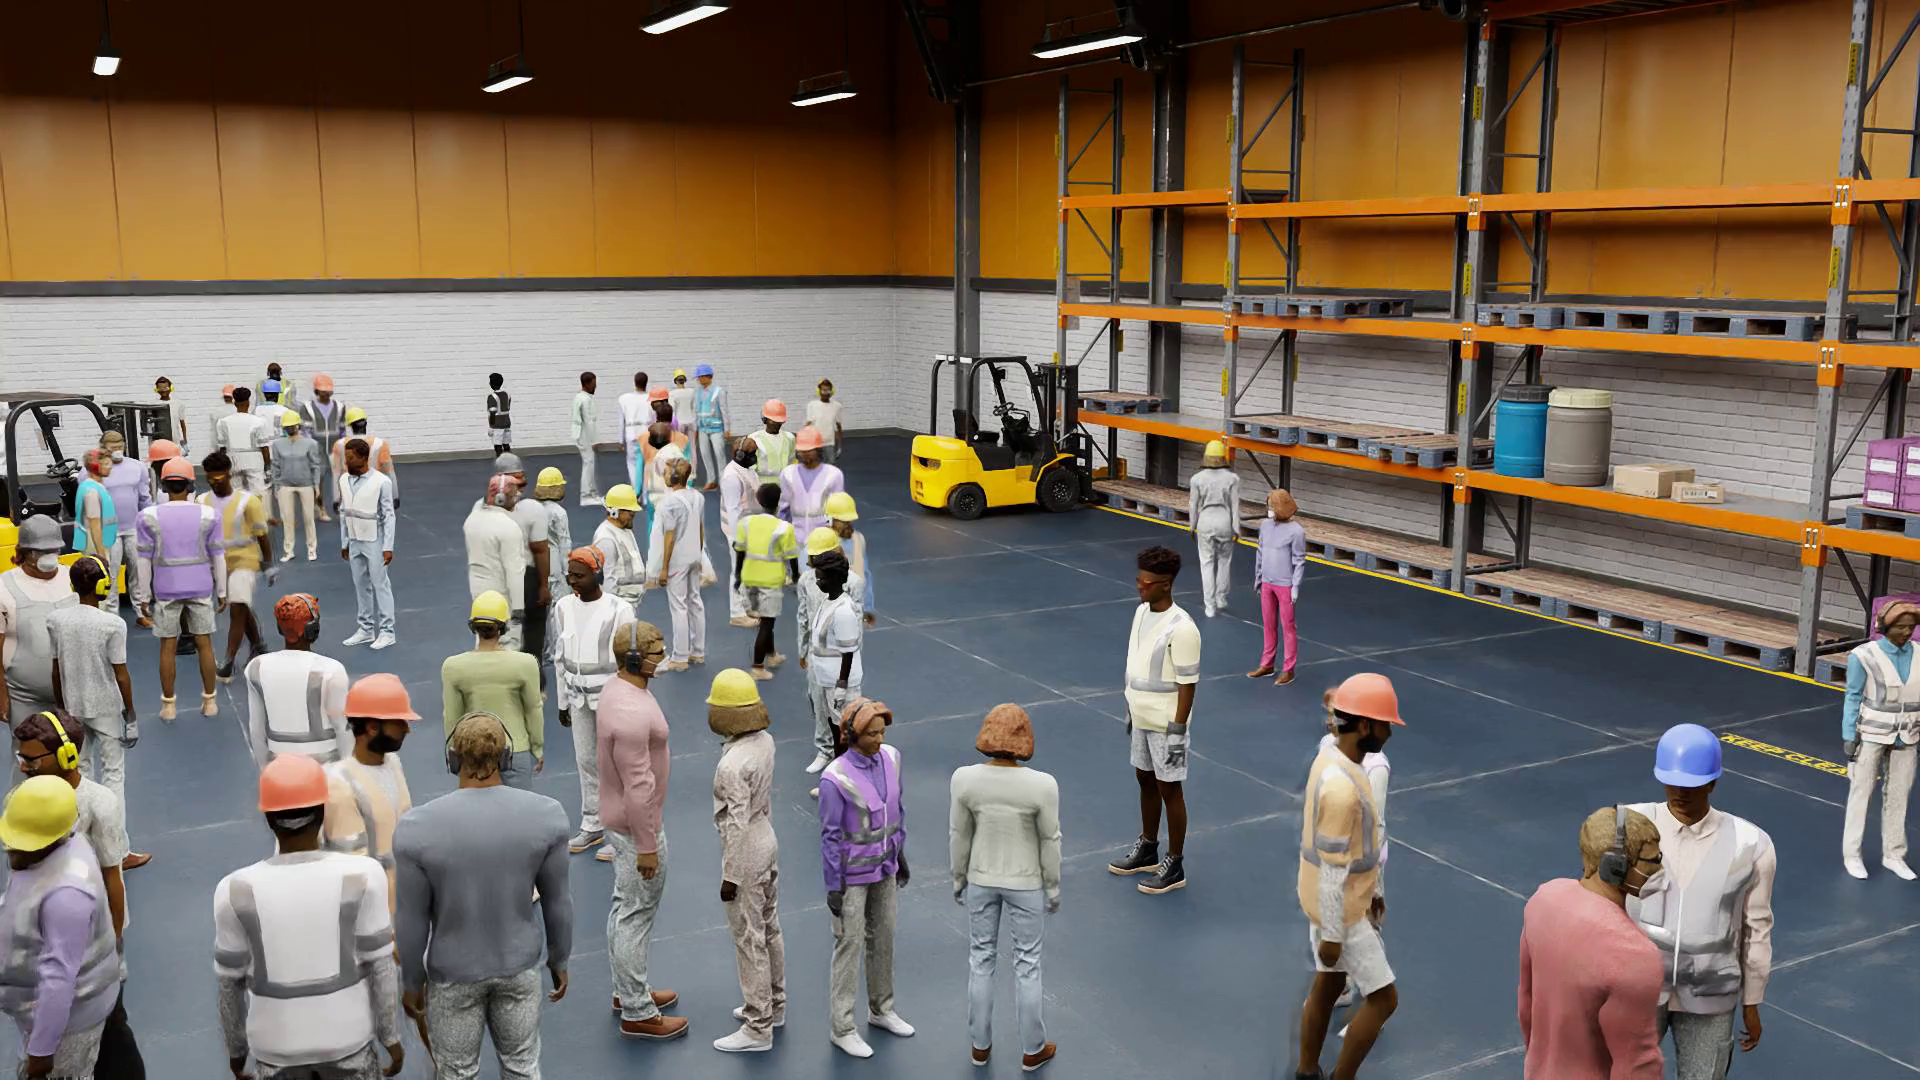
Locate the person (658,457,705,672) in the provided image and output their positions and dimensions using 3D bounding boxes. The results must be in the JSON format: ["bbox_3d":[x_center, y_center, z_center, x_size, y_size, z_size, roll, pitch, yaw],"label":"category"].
[{"bbox_3d":[-2.389,0.204,14.249,0.340,1.846,0.513,6,11,29],"label":"person"}]

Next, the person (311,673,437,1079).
[{"bbox_3d":[-2.388,1.480,6.809,0.967,1.887,0.546,3,10,16],"label":"person"}]

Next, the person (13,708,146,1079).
[{"bbox_3d":[-3.408,1.557,6.447,0.523,1.856,0.341,6,11,30],"label":"person"}]

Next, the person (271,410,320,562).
[{"bbox_3d":[-7.682,-0.623,19.243,0.533,1.767,0.326,-2,10,-9],"label":"person"}]

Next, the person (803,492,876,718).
[{"bbox_3d":[-0.893,0.526,12.526,0.446,1.810,0.678,7,12,37],"label":"person"}]

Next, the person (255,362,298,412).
[{"bbox_3d":[-10.786,-1.877,26.276,0.635,1.841,0.429,-4,10,-20],"label":"person"}]

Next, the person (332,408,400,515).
[{"bbox_3d":[-6.526,-0.519,18.332,0.645,1.862,0.956,-1,10,-5],"label":"person"}]

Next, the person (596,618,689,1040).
[{"bbox_3d":[-1.472,1.309,7.622,0.357,1.938,0.638,-3,10,-16],"label":"person"}]

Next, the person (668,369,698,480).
[{"bbox_3d":[-4.342,-1.792,25.993,0.523,1.761,0.328,-9,13,-42],"label":"person"}]

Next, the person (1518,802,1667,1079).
[{"bbox_3d":[1.931,1.744,5.123,0.369,1.936,0.630,-2,10,-9],"label":"person"}]

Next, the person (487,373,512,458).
[{"bbox_3d":[-7.212,-1.768,26.029,0.318,1.695,0.540,3,10,16],"label":"person"}]

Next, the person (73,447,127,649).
[{"bbox_3d":[-7.755,0.085,14.939,0.372,1.843,0.579,-5,11,-25],"label":"person"}]

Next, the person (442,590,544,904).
[{"bbox_3d":[-2.527,1.147,9.052,0.525,1.769,0.316,-2,10,-11],"label":"person"}]

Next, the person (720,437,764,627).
[{"bbox_3d":[-2.070,-0.081,15.954,0.429,1.830,0.635,1,10,7],"label":"person"}]

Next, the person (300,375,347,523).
[{"bbox_3d":[-8.284,-1.168,21.766,0.600,1.983,1.026,-7,12,-34],"label":"person"}]

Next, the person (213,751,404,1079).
[{"bbox_3d":[-2.185,1.659,5.648,0.575,1.921,0.405,-3,10,-16],"label":"person"}]

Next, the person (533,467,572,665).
[{"bbox_3d":[-3.505,0.238,14.348,0.485,1.744,0.295,7,12,36],"label":"person"}]

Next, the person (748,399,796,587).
[{"bbox_3d":[-1.973,-0.485,17.680,0.605,2.034,0.389,-7,12,-37],"label":"person"}]

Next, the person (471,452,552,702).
[{"bbox_3d":[-3.528,0.286,13.218,0.720,2.000,0.544,4,11,23],"label":"person"}]

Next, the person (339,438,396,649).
[{"bbox_3d":[-5.364,0.023,15.081,0.597,1.916,0.372,5,11,26],"label":"person"}]

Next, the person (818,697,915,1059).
[{"bbox_3d":[-0.434,1.493,7.449,0.314,1.631,0.524,7,12,36],"label":"person"}]

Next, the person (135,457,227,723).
[{"bbox_3d":[-5.938,0.379,12.729,0.615,2.029,0.409,-5,11,-26],"label":"person"}]

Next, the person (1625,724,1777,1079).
[{"bbox_3d":[2.552,1.593,5.956,0.615,1.945,0.400,5,11,24],"label":"person"}]

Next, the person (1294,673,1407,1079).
[{"bbox_3d":[1.616,1.477,6.762,0.558,1.907,0.538,1,10,7],"label":"person"}]

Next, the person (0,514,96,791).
[{"bbox_3d":[-5.427,0.850,9.970,0.538,2.000,0.684,8,12,38],"label":"person"}]

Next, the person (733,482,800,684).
[{"bbox_3d":[-1.561,0.336,13.980,0.572,1.680,0.640,6,11,30],"label":"person"}]

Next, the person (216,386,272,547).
[{"bbox_3d":[-8.671,-0.882,20.191,0.607,1.955,0.380,-1,10,-8],"label":"person"}]

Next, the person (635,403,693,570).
[{"bbox_3d":[-3.292,-0.564,18.482,0.649,1.907,0.437,-1,10,-6],"label":"person"}]

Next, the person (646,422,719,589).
[{"bbox_3d":[-3.036,-0.365,17.674,0.930,1.808,0.626,1,10,4],"label":"person"}]

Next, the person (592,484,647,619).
[{"bbox_3d":[-2.619,0.469,12.818,0.403,1.817,0.601,0,10,1],"label":"person"}]

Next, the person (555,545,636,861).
[{"bbox_3d":[-2.155,0.956,9.847,0.568,1.878,0.351,5,11,26],"label":"person"}]

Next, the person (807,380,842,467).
[{"bbox_3d":[-1.866,-1.290,22.886,0.526,1.832,0.776,-1,10,-8],"label":"person"}]

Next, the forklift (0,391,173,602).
[{"bbox_3d":[-9.026,-0.363,16.508,1.214,2.155,2.313,6,11,29],"label":"forklift"}]

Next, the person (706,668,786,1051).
[{"bbox_3d":[-0.980,1.430,7.492,0.318,1.741,0.492,2,10,10],"label":"person"}]

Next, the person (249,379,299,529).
[{"bbox_3d":[-8.867,-1.105,21.530,0.605,1.939,0.415,2,10,14],"label":"person"}]

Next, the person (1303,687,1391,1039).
[{"bbox_3d":[1.795,1.460,7.648,0.318,1.629,0.509,-3,10,-18],"label":"person"}]

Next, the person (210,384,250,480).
[{"bbox_3d":[-10.218,-1.321,23.350,0.568,1.732,0.628,-1,10,-5],"label":"person"}]

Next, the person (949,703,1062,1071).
[{"bbox_3d":[0.201,1.517,7.302,0.499,1.632,0.285,3,10,18],"label":"person"}]

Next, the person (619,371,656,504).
[{"bbox_3d":[-4.509,-1.426,23.467,0.615,1.898,0.585,-2,10,-11],"label":"person"}]

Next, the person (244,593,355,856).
[{"bbox_3d":[-3.298,1.196,8.436,0.575,1.882,0.355,2,10,12],"label":"person"}]

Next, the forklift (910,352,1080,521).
[{"bbox_3d":[0.460,-1.461,22.833,2.313,2.155,1.214,-5,11,-28],"label":"forklift"}]

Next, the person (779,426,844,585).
[{"bbox_3d":[-1.345,-0.055,15.269,0.614,2.019,0.783,2,10,11],"label":"person"}]

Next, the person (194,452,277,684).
[{"bbox_3d":[-6.159,0.226,13.933,0.617,1.909,0.970,3,10,15],"label":"person"}]

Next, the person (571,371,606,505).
[{"bbox_3d":[-5.271,-1.434,23.536,0.453,1.907,0.600,-3,10,-17],"label":"person"}]

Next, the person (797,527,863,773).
[{"bbox_3d":[-0.898,0.762,11.377,0.489,1.728,0.323,4,11,21],"label":"person"}]

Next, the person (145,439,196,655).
[{"bbox_3d":[-6.997,0.063,14.819,0.387,1.930,0.544,0,10,-2],"label":"person"}]

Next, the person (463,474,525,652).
[{"bbox_3d":[-3.540,0.436,12.792,0.685,1.898,0.396,9,13,42],"label":"person"}]

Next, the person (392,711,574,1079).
[{"bbox_3d":[-1.738,1.577,6.125,0.636,1.928,0.383,-5,11,-25],"label":"person"}]

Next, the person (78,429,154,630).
[{"bbox_3d":[-7.920,-0.083,15.672,0.379,1.931,0.635,9,13,42],"label":"person"}]

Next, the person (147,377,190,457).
[{"bbox_3d":[-10.928,-1.321,22.954,0.521,1.874,0.327,-4,11,-24],"label":"person"}]

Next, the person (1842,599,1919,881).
[{"bbox_3d":[5.287,1.136,9.505,0.524,1.631,0.320,0,10,-3],"label":"person"}]

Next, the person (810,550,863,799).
[{"bbox_3d":[-0.794,0.900,10.685,0.319,1.693,0.532,-3,10,-16],"label":"person"}]

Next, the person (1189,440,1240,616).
[{"bbox_3d":[2.520,-0.134,16.515,0.499,1.716,0.707,1,10,7],"label":"person"}]

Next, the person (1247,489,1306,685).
[{"bbox_3d":[2.646,0.380,13.844,0.279,1.633,0.499,-7,12,-35],"label":"person"}]

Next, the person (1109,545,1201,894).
[{"bbox_3d":[1.106,0.993,9.359,0.368,1.967,0.602,-4,11,-23],"label":"person"}]

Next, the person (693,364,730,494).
[{"bbox_3d":[-3.690,-1.647,24.660,0.652,1.936,0.408,6,11,31],"label":"person"}]

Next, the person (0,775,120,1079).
[{"bbox_3d":[-3.239,1.671,6.020,0.466,1.783,0.646,-6,12,-32],"label":"person"}]

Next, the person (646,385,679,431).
[{"bbox_3d":[-3.709,-0.966,20.742,0.385,1.930,0.545,-7,12,-36],"label":"person"}]

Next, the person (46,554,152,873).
[{"bbox_3d":[-4.978,1.009,9.585,0.510,1.861,0.324,1,10,8],"label":"person"}]
